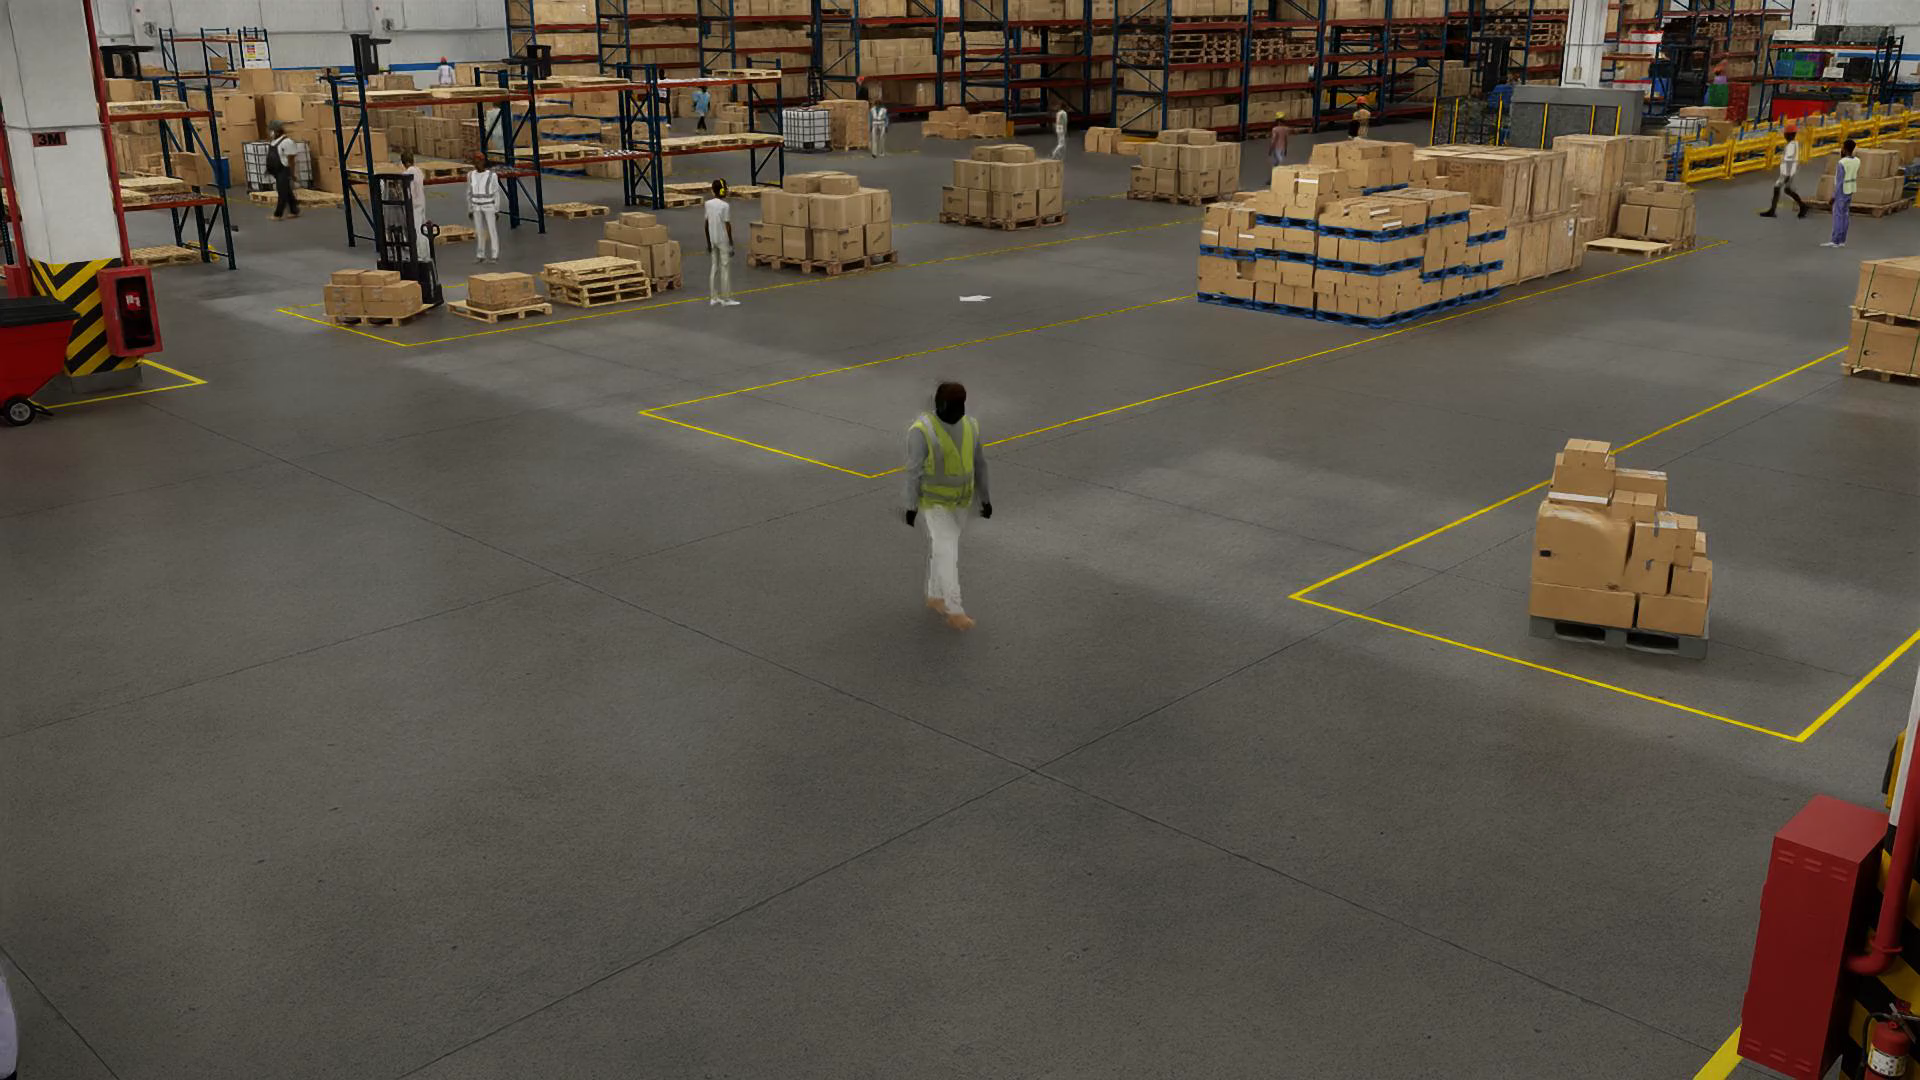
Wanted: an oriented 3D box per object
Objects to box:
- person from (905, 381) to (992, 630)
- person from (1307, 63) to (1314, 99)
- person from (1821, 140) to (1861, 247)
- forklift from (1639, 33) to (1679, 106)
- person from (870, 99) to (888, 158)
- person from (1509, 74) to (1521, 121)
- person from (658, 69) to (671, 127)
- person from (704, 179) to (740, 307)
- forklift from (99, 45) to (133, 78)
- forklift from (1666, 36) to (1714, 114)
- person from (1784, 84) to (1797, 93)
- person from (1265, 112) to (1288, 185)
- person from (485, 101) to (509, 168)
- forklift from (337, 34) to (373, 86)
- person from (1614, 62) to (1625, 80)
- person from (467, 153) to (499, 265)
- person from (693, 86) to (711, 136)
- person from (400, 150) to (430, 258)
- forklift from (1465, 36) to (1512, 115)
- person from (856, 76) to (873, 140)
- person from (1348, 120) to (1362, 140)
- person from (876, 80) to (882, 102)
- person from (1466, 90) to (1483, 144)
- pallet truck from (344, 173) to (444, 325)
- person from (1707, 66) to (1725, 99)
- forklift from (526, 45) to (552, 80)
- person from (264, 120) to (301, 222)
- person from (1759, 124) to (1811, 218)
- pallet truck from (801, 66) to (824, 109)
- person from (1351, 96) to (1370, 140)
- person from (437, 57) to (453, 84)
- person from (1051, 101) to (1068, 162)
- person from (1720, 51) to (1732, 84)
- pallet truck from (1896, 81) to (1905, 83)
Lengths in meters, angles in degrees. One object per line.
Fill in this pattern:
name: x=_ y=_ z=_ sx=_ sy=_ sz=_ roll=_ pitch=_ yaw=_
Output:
person: x=-0.010 y=-0.256 z=12.212 sx=0.666 sy=1.811 sz=0.810 roll=-16 pitch=24 yaw=-39
person: x=14.821 y=-19.470 z=70.359 sx=0.533 sy=1.649 sz=0.872 roll=2 pitch=18 yaw=6
person: x=16.072 y=-6.300 z=30.265 sx=0.587 sy=1.920 sz=0.392 roll=-13 pitch=22 yaw=-34
forklift: x=28.039 y=-18.830 z=66.514 sx=1.129 sy=2.768 sz=1.873 roll=17 pitch=25 yaw=41
person: x=-2.267 y=-11.479 z=46.376 sx=0.544 sy=1.587 sz=0.876 roll=3 pitch=19 yaw=8
person: x=19.793 y=-15.807 z=59.355 sx=0.279 sy=1.633 sz=0.498 roll=8 pitch=20 yaw=23
person: x=-10.078 y=-15.065 z=56.690 sx=0.589 sy=1.912 sz=0.393 roll=13 pitch=22 yaw=34
person: x=-3.545 y=-4.392 z=24.594 sx=0.530 sy=1.869 sz=0.311 roll=14 pitch=23 yaw=35
forklift: x=-26.334 y=-14.077 z=52.195 sx=1.873 sy=2.768 sz=1.129 roll=6 pitch=19 yaw=18
forklift: x=27.341 y=-17.291 z=61.877 sx=1.129 sy=2.768 sz=1.873 roll=17 pitch=25 yaw=41
person: x=31.414 y=-17.006 z=62.818 sx=0.566 sy=1.720 sz=0.493 roll=-7 pitch=19 yaw=-19
person: x=7.614 y=-9.287 z=39.547 sx=0.529 sy=1.734 sz=0.816 roll=-15 pitch=24 yaw=-39
person: x=-11.701 y=-10.253 z=42.233 sx=1.021 sy=1.889 sz=0.641 roll=16 pitch=24 yaw=41
forklift: x=-23.335 y=-18.339 z=65.035 sx=1.129 sy=2.768 sz=1.873 roll=17 pitch=25 yaw=41
person: x=26.498 y=-18.384 z=67.000 sx=0.890 sy=1.694 sz=0.526 roll=-13 pitch=22 yaw=-34
person: x=-8.104 y=-5.613 z=28.263 sx=0.595 sy=1.881 sz=0.394 roll=4 pitch=19 yaw=12
person: x=-8.304 y=-13.843 z=53.440 sx=0.901 sy=1.633 sz=0.554 roll=16 pitch=24 yaw=39
person: x=-9.236 y=-5.608 z=28.153 sx=0.378 sy=1.937 sz=0.629 roll=1 pitch=18 yaw=2
forklift: x=19.973 y=-17.201 z=61.605 sx=1.873 sy=2.768 sz=1.129 roll=16 pitch=24 yaw=40
person: x=-3.010 y=-13.407 z=51.662 sx=1.033 sy=1.946 sz=0.611 roll=5 pitch=19 yaw=15
person: x=8.237 y=-7.826 z=34.880 sx=1.027 sy=1.911 sz=0.625 roll=4 pitch=19 yaw=12
person: x=-2.925 y=-17.366 z=63.739 sx=0.621 sy=1.838 sz=0.429 roll=-1 pitch=18 yaw=-4
person: x=15.588 y=-12.810 z=50.388 sx=0.512 sy=1.589 sz=0.849 roll=14 pitch=23 yaw=35
pallet truck: x=-8.209 y=-4.181 z=23.757 sx=0.823 sy=1.965 sz=1.885 roll=3 pitch=19 yaw=9
person: x=26.648 y=-15.783 z=58.860 sx=0.938 sy=1.894 sz=0.569 roll=-1 pitch=18 yaw=-2
forklift: x=-13.217 y=-14.218 z=52.618 sx=1.129 sy=2.768 sz=1.873 roll=17 pitch=25 yaw=41
person: x=-13.820 y=-7.511 z=33.724 sx=0.806 sy=2.000 sz=0.701 roll=-16 pitch=24 yaw=-40
person: x=17.024 y=-7.544 z=34.053 sx=0.843 sy=1.908 sz=0.554 roll=12 pitch=22 yaw=33
pallet truck: x=-4.812 y=-15.182 z=56.903 sx=0.823 sy=1.965 sz=1.885 roll=-9 pitch=21 yaw=-26
person: x=10.080 y=-10.224 z=42.057 sx=0.552 sy=1.935 sz=0.370 roll=-13 pitch=22 yaw=-34
person: x=-20.628 y=-18.387 z=66.718 sx=0.577 sy=1.896 sz=0.783 roll=-7 pitch=20 yaw=-20
person: x=2.719 y=-11.054 z=45.044 sx=0.425 sy=1.623 sz=0.532 roll=-6 pitch=19 yaw=-18
person: x=32.932 y=-20.036 z=71.627 sx=1.035 sy=1.937 sz=0.654 roll=2 pitch=18 yaw=6
pallet truck: x=34.802 y=-16.331 z=61.455 sx=0.653 sy=1.274 sz=1.630 roll=17 pitch=25 yaw=41
